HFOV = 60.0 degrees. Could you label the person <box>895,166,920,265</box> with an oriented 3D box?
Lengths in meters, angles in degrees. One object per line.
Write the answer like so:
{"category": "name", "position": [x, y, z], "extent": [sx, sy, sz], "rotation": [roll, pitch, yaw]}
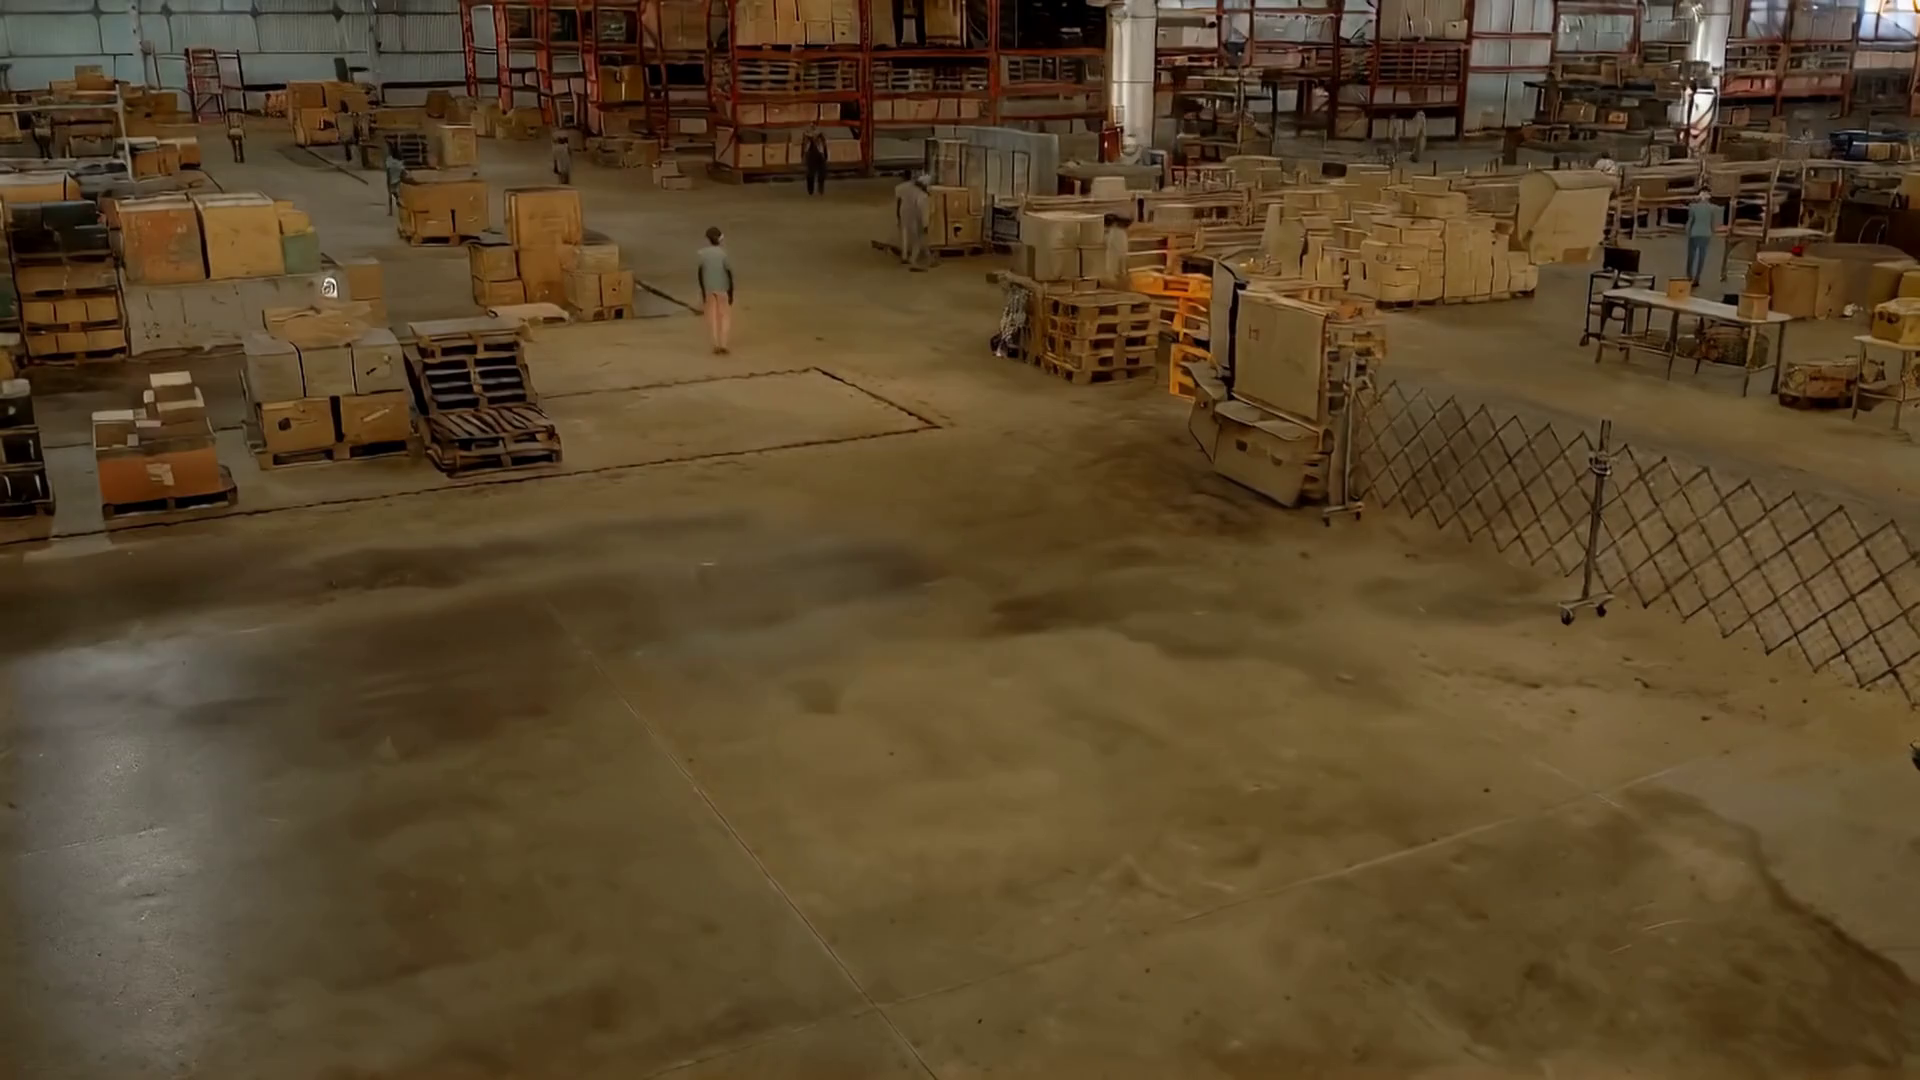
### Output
{"category": "person", "position": [-0.991, -6.196, 31.775], "extent": [0.513, 1.876, 0.328], "rotation": [-6, 19, -19]}

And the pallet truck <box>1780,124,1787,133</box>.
{"category": "pallet truck", "position": [25.206, -12.542, 52.601], "extent": [1.601, 1.201, 0.680], "rotation": [0, 18, -2]}

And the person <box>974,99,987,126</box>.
{"category": "person", "position": [0.503, -13.365, 54.100], "extent": [0.732, 1.883, 0.664], "rotation": [-11, 21, -31]}

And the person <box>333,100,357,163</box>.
{"category": "person", "position": [-19.492, -12.916, 52.624], "extent": [0.633, 1.934, 0.777], "rotation": [3, 18, 9]}

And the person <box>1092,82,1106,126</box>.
{"category": "person", "position": [5.705, -17.947, 68.338], "extent": [0.617, 1.912, 0.475], "rotation": [3, 18, 10]}

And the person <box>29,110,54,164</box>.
{"category": "person", "position": [-28.268, -12.451, 51.226], "extent": [0.593, 1.903, 0.477], "rotation": [-7, 19, -22]}

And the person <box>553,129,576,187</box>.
{"category": "person", "position": [-9.771, -9.115, 40.840], "extent": [0.922, 1.907, 0.560], "rotation": [7, 19, 22]}

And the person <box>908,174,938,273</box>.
{"category": "person", "position": [-0.656, -5.861, 30.846], "extent": [0.704, 1.791, 0.733], "rotation": [-2, 18, -7]}

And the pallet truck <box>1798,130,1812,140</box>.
{"category": "pallet truck", "position": [25.526, -11.556, 49.408], "extent": [1.630, 1.274, 0.653], "rotation": [-9, 20, -26]}

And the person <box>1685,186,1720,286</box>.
{"category": "person", "position": [13.172, -5.413, 29.562], "extent": [0.525, 1.729, 0.865], "rotation": [9, 20, 25]}

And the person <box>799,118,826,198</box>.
{"category": "person", "position": [-3.786, -9.871, 42.962], "extent": [0.699, 2.000, 0.606], "rotation": [0, 18, 1]}

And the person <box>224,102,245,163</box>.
{"category": "person", "position": [-22.890, -12.867, 52.558], "extent": [0.564, 1.888, 0.986], "rotation": [-11, 21, -30]}

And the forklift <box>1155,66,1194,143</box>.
{"category": "forklift", "position": [7.491, -14.635, 56.461], "extent": [1.873, 2.768, 1.129], "rotation": [-9, 20, -26]}

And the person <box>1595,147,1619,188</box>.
{"category": "person", "position": [15.002, -8.257, 38.548], "extent": [0.866, 1.654, 0.542], "rotation": [-7, 19, -22]}

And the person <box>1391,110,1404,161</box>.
{"category": "person", "position": [14.016, -12.920, 53.146], "extent": [0.369, 1.618, 0.496], "rotation": [-5, 18, -14]}

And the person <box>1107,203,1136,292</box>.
{"category": "person", "position": [2.290, -3.966, 24.589], "extent": [0.887, 2.021, 0.611], "rotation": [-5, 18, -15]}

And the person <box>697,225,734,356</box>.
{"category": "person", "position": [-3.421, -3.511, 23.436], "extent": [0.505, 1.855, 0.423], "rotation": [1, 18, 4]}

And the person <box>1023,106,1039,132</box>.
{"category": "person", "position": [2.262, -13.093, 53.562], "extent": [0.534, 1.697, 0.318], "rotation": [6, 19, 18]}

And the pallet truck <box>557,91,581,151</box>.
{"category": "pallet truck", "position": [-13.495, -14.412, 57.188], "extent": [0.823, 1.965, 1.885], "rotation": [-3, 18, -9]}

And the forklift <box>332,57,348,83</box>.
{"category": "forklift", "position": [-24.780, -17.944, 66.775], "extent": [1.873, 2.768, 1.129], "rotation": [-9, 20, -26]}

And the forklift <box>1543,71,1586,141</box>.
{"category": "forklift", "position": [18.685, -13.231, 52.085], "extent": [1.873, 2.768, 1.129], "rotation": [-9, 20, -26]}

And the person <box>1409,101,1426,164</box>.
{"category": "person", "position": [14.446, -12.821, 52.355], "extent": [0.428, 1.917, 0.650], "rotation": [0, 18, 1]}

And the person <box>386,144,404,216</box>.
{"category": "person", "position": [-13.326, -8.467, 39.132], "extent": [0.555, 1.685, 0.483], "rotation": [9, 20, 26]}

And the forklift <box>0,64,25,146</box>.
{"category": "forklift", "position": [-34.240, -15.419, 58.904], "extent": [1.129, 2.768, 1.873], "rotation": [-4, 18, -12]}
